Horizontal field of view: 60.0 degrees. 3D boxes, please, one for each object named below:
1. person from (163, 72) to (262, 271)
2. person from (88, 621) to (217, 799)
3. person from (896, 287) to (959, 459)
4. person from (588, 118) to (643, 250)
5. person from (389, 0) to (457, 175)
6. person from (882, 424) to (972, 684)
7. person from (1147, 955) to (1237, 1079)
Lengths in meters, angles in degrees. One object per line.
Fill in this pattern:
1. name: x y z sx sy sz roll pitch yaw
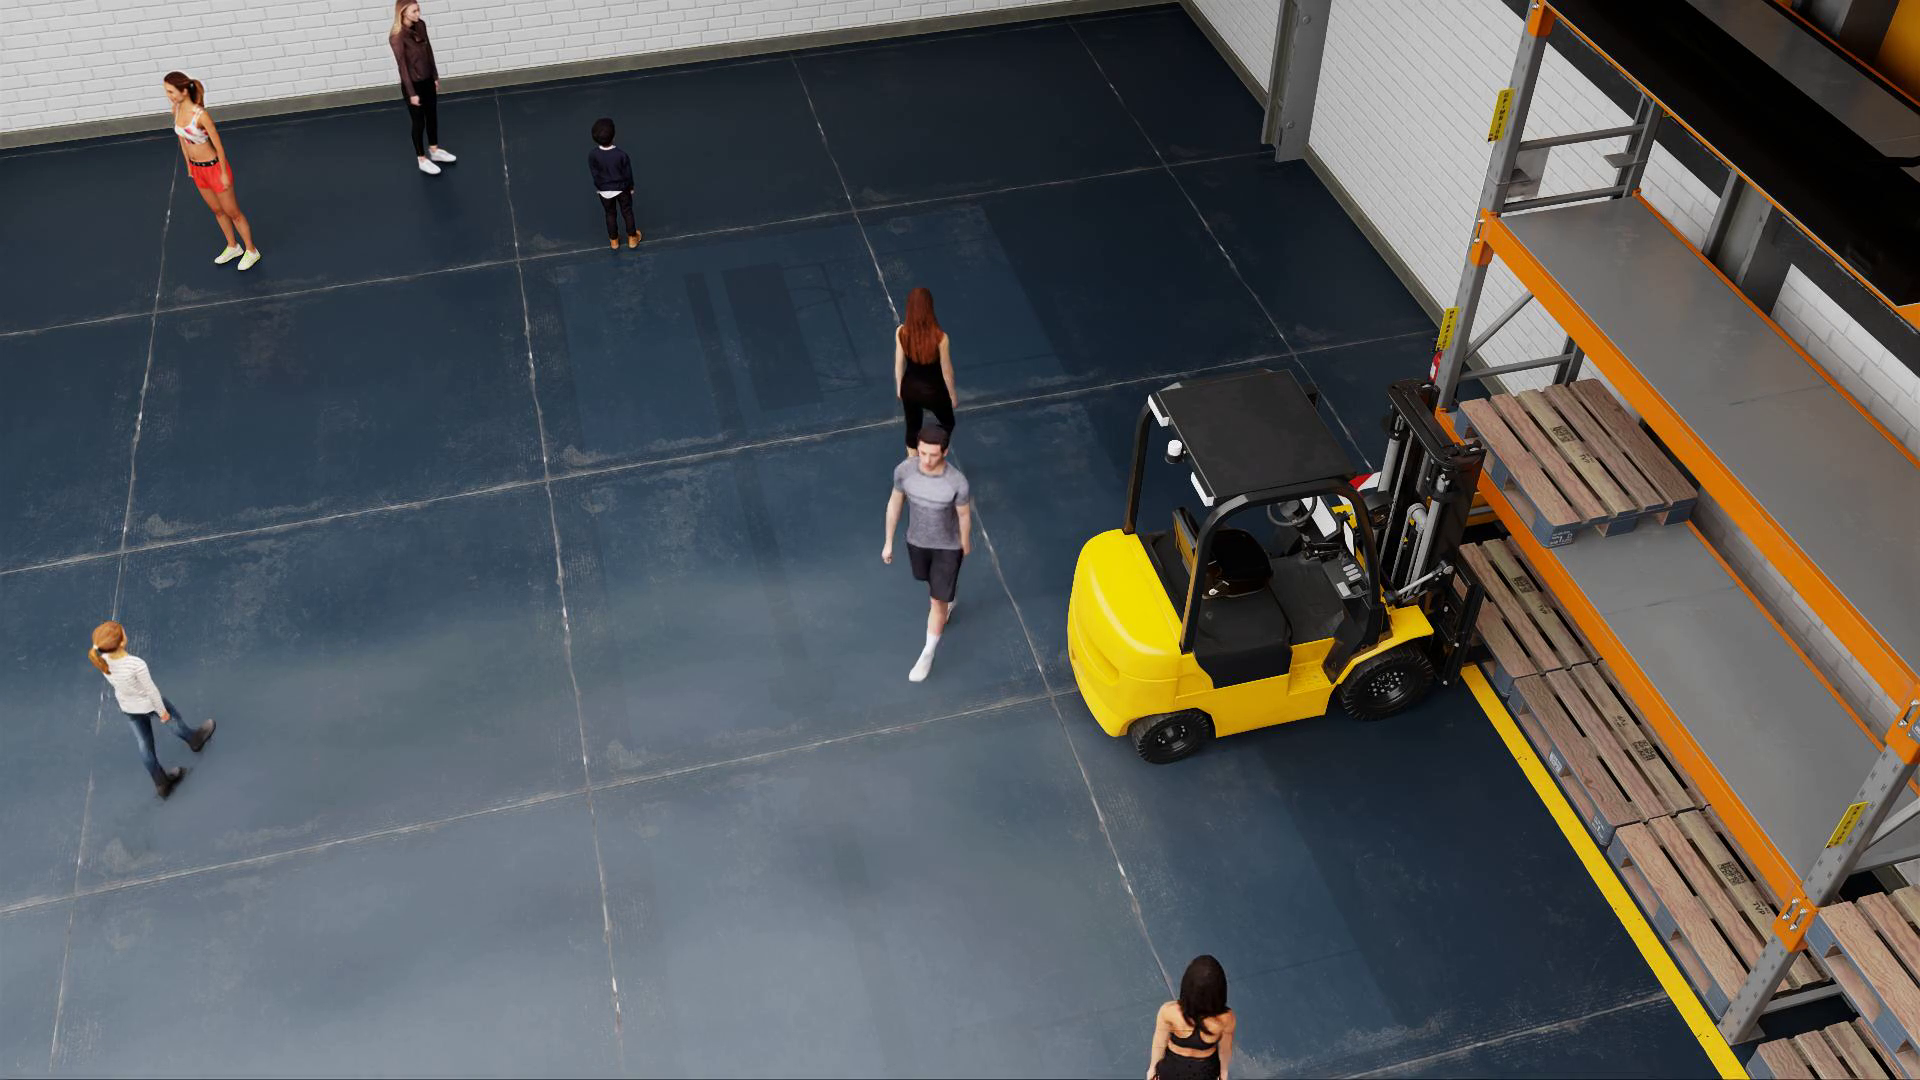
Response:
1. person: -6.253 -3.086 13.883 0.669 1.789 0.718 19 47 19
2. person: -4.906 1.039 9.910 0.709 1.297 0.877 8 44 8
3. person: -0.262 -1.005 11.752 0.821 1.718 0.894 13 45 13
4. person: -2.969 -3.056 14.260 0.549 1.227 0.564 -1 44 -1
5. person: -4.909 -4.137 15.054 0.754 1.696 0.679 17 46 17
6. person: -0.132 -0.072 10.685 1.106 1.838 1.214 18 47 18
7. person: 1.093 2.609 8.023 0.752 1.627 0.997 4 44 4
